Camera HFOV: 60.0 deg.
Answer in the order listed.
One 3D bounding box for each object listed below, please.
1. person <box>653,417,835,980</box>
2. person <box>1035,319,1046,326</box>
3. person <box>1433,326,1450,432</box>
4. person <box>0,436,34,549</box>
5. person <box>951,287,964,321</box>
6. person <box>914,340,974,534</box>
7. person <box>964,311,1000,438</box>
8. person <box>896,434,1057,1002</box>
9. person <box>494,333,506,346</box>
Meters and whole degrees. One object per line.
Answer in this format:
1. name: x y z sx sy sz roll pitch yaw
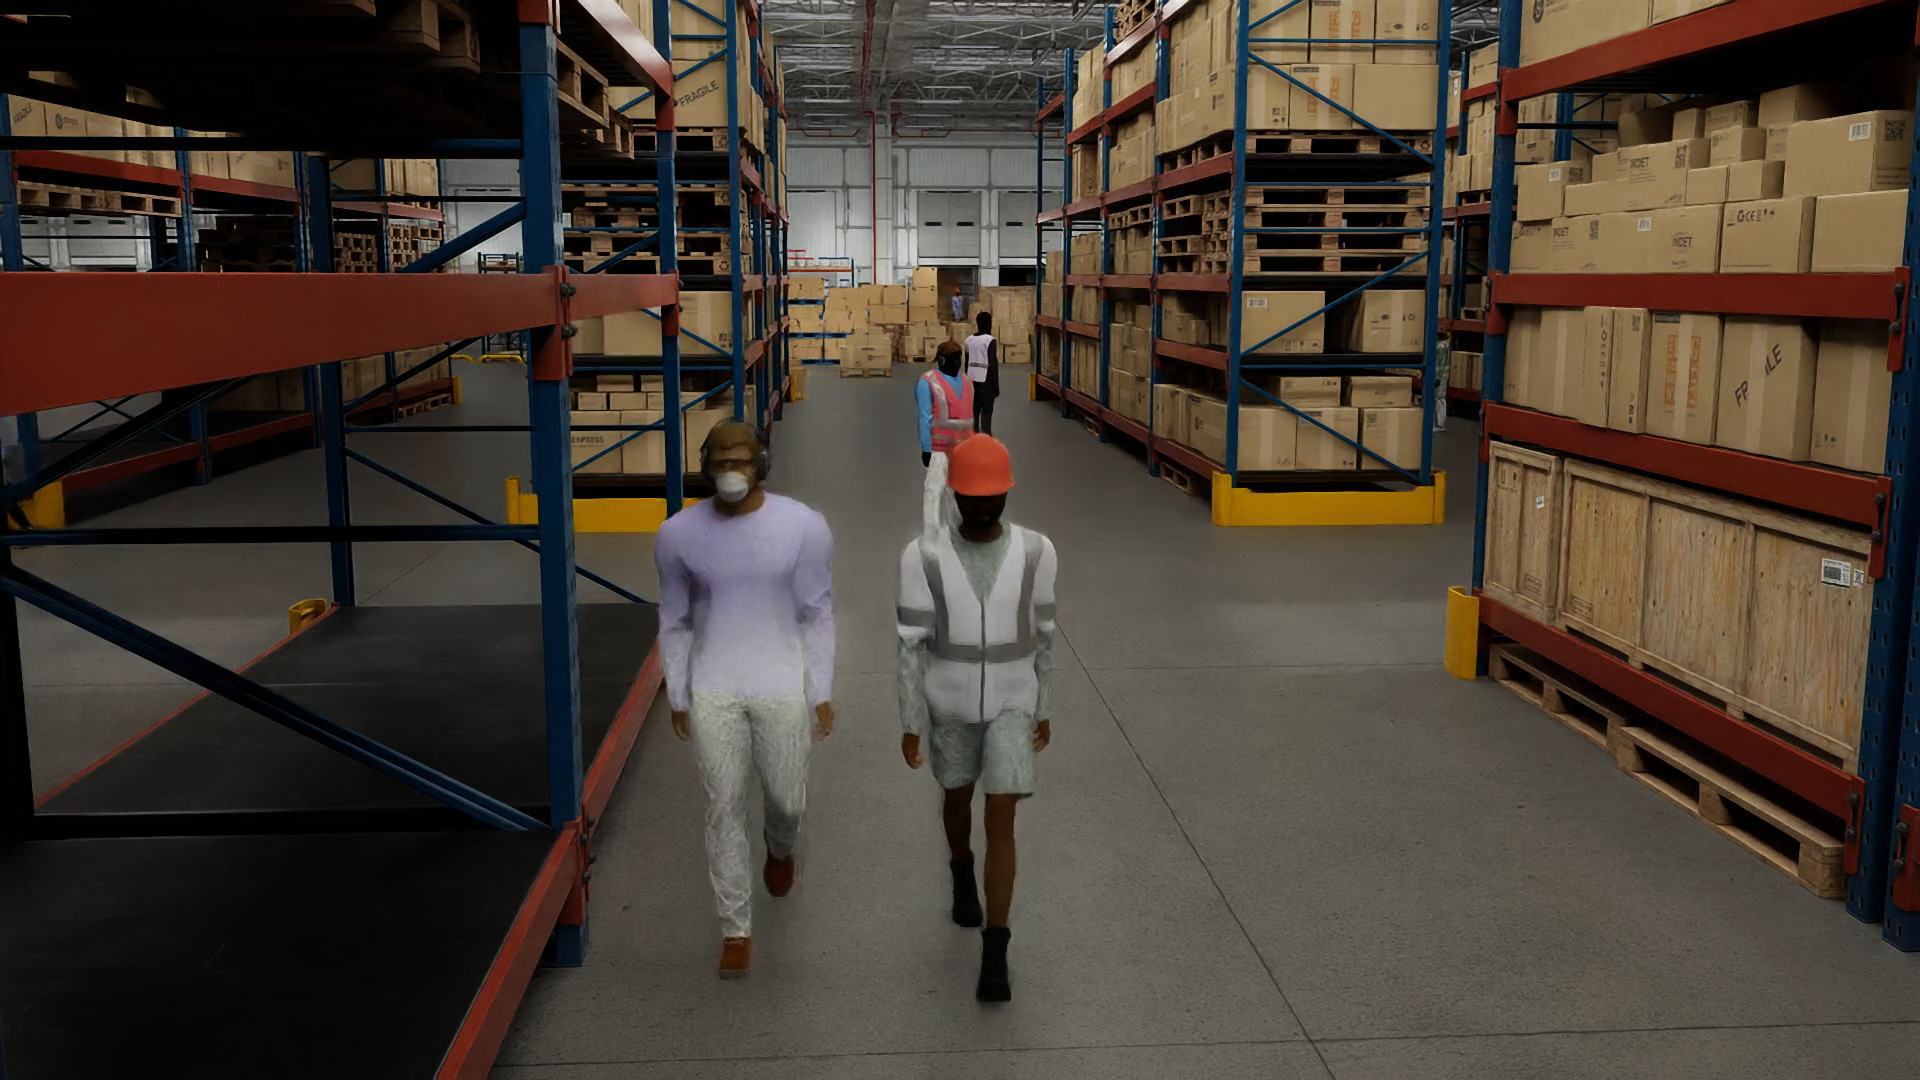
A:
1. person: -0.754 0.512 5.899 0.626 1.924 0.723 -1 9 -5
2. person: 1.972 -4.550 37.989 0.518 1.846 0.787 -6 11 -31
3. person: 7.353 -2.468 25.507 0.307 1.643 0.514 2 9 13
4. person: -8.506 -0.730 14.536 0.846 1.661 0.540 -2 9 -10
5. person: -0.028 -9.162 66.704 0.579 1.903 0.872 -7 11 -37
6. person: -0.093 -0.800 14.405 0.621 1.845 0.429 -8 12 -42
7. person: 0.294 -2.101 22.332 0.391 1.920 0.587 -8 12 -41
8. person: 0.058 0.552 5.818 0.557 1.880 1.011 0 9 -1
9. person: -15.561 -7.494 56.260 0.492 1.900 0.601 -9 13 -43
